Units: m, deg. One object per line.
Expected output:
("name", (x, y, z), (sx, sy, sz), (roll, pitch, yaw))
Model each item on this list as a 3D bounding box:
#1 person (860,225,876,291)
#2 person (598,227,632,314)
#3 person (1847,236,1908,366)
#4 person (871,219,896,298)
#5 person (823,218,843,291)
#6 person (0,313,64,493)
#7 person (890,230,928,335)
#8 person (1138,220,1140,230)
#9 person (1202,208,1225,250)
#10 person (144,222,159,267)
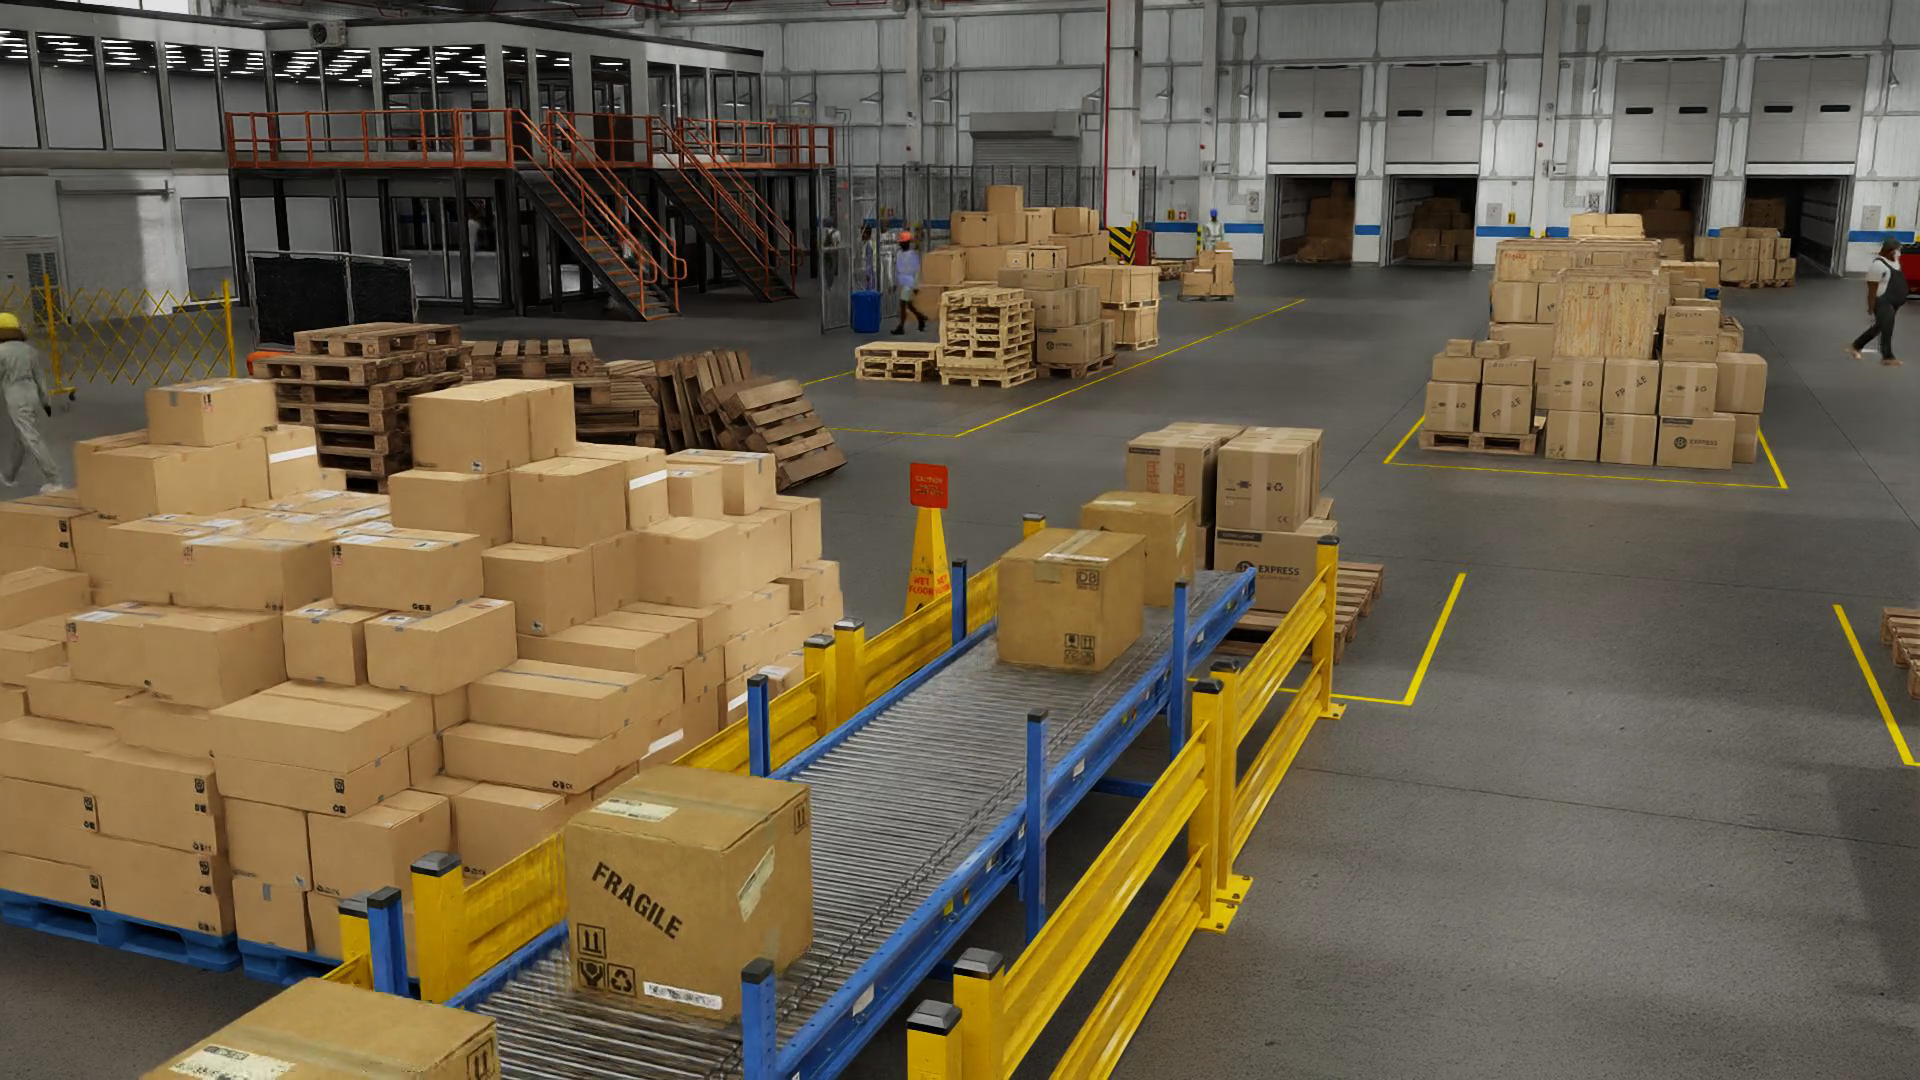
("person", (-1.831, -5.448, 33.826), (0.395, 1.911, 0.588), (0, 13, 2))
("person", (-7.086, -5.628, 34.788), (0.946, 1.829, 0.574), (-11, 16, -40))
("person", (14.361, -3.759, 25.945), (0.685, 2.000, 0.868), (-10, 16, -37))
("person", (-1.813, -6.710, 39.580), (0.605, 1.864, 0.580), (2, 13, 7))
("person", (-3.225, -7.220, 42.021), (0.538, 1.791, 0.965), (2, 13, 7))
("person", (-8.886, -1.291, 15.692), (0.960, 1.677, 0.500), (4, 13, 16))
("person", (-0.934, -4.761, 30.746), (0.848, 1.914, 0.545), (-9, 16, -36))
("person", (5.339, -9.369, 51.562), (0.624, 1.844, 0.429), (-8, 15, -32))
("person", (7.101, -8.311, 46.597), (0.644, 1.932, 0.451), (-1, 13, -3))
("person", (-19.925, -7.050, 41.103), (0.631, 1.869, 0.995), (0, 13, -1))
